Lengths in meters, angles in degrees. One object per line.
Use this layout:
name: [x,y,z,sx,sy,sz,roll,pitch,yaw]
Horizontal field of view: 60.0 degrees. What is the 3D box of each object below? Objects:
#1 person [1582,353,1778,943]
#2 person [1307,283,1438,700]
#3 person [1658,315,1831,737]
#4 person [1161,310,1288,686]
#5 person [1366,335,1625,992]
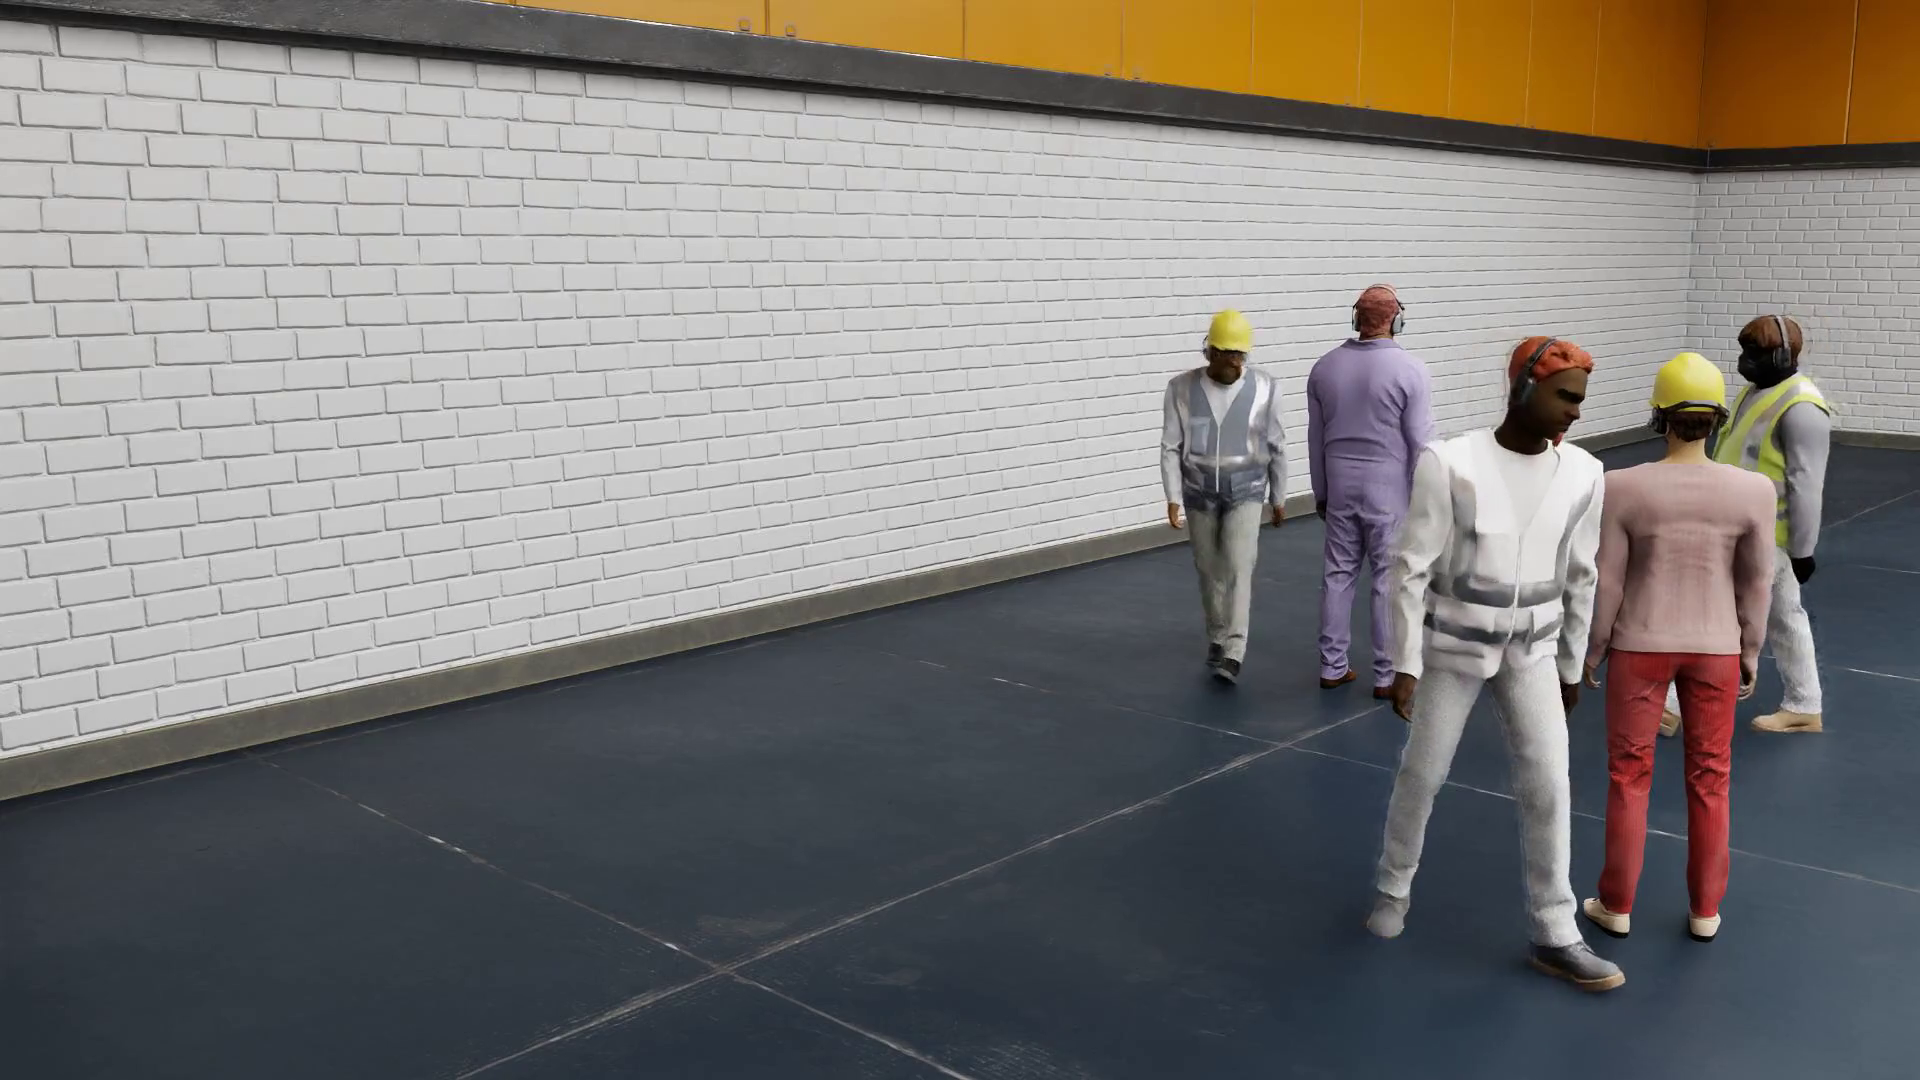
person: [2.126,0.330,4.974,0.526,1.772,0.308,2,10,10]
person: [1.920,-0.221,7.708,0.408,1.913,0.644,-10,14,-44]
person: [3.284,-0.043,7.030,0.943,1.796,0.626,2,10,9]
person: [1.256,-0.206,8.005,0.595,1.777,0.850,3,10,16]
person: [1.519,0.335,4.789,0.628,1.861,0.736,-1,10,-4]
